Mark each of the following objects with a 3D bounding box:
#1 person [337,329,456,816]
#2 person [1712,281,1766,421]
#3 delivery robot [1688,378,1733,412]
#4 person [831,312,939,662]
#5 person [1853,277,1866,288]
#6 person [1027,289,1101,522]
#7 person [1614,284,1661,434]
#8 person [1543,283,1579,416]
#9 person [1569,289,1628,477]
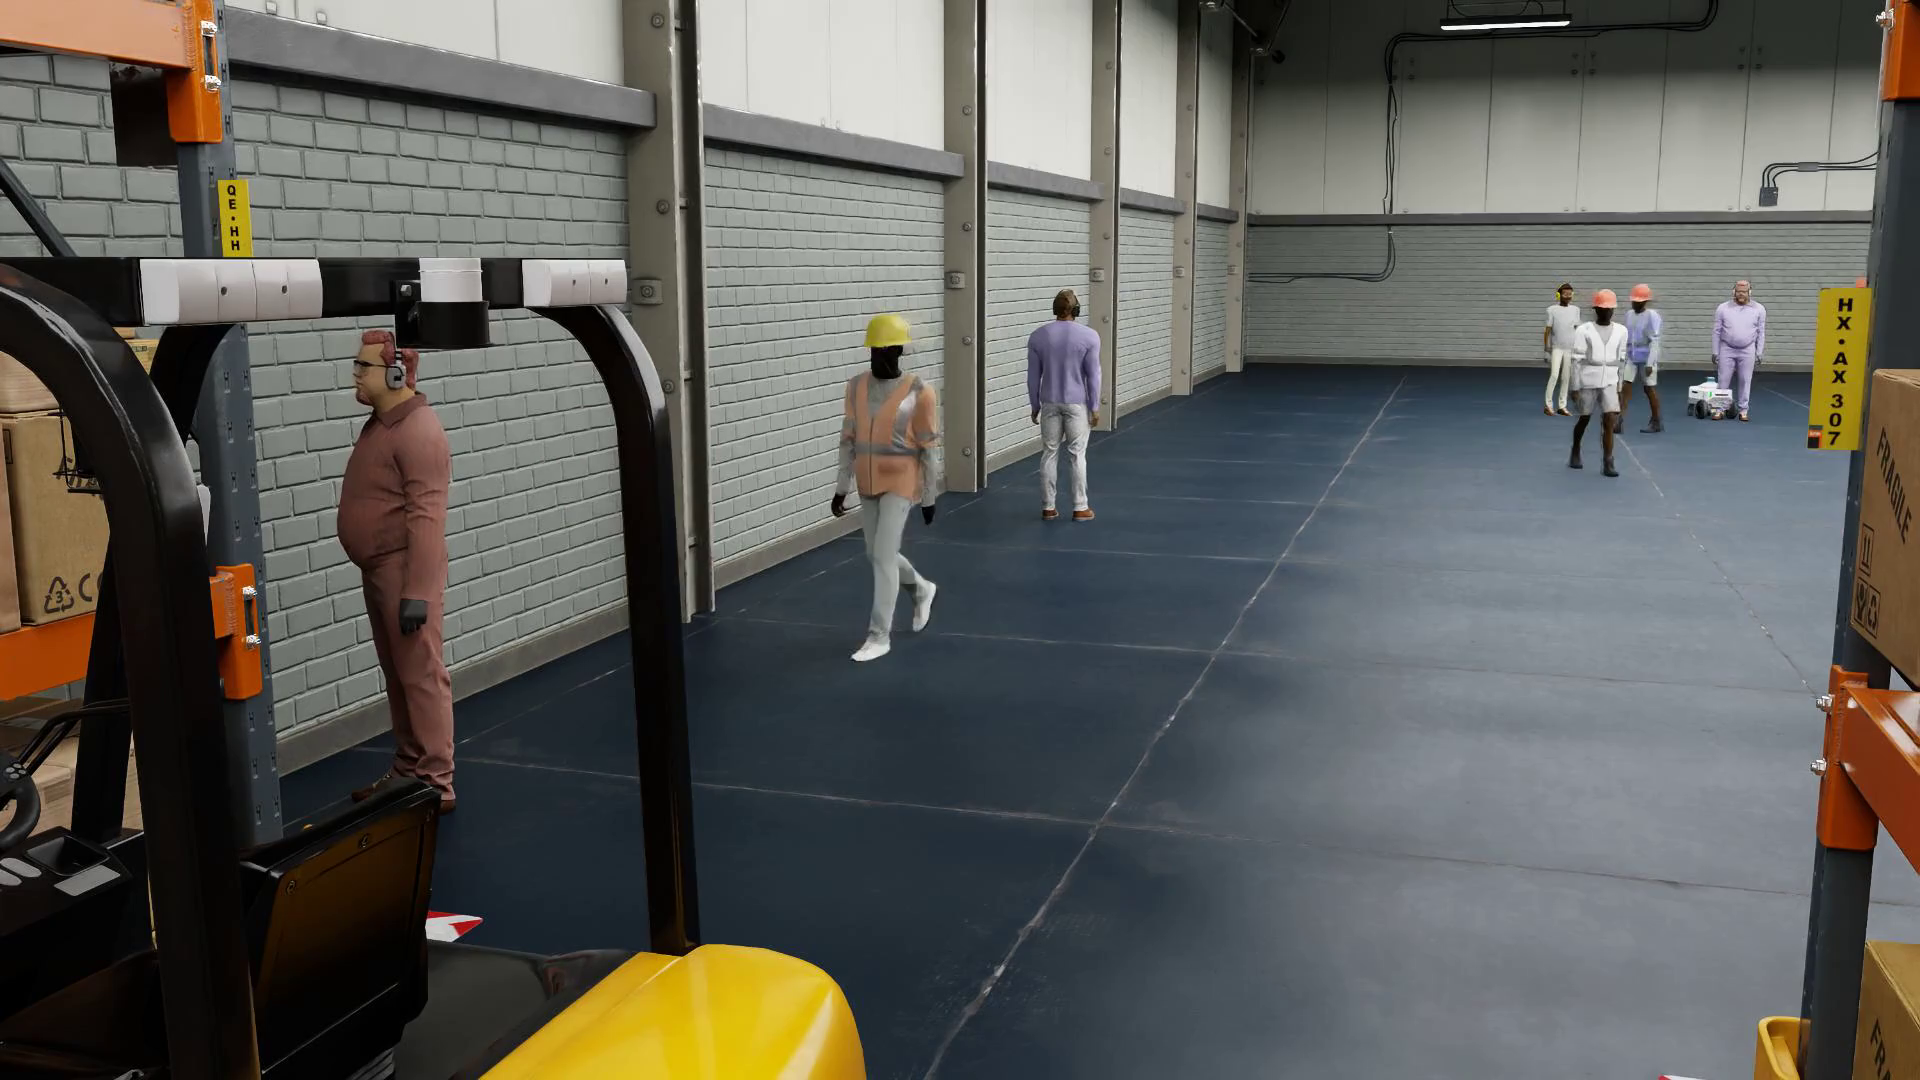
[{"bbox_3d":[-2.199,0.142,6.480,0.408,1.912,0.641,-6,11,-33],"label":"person"},{"bbox_3d":[10.562,-2.561,22.596,0.652,1.904,0.403,4,10,23],"label":"person"},{"bbox_3d":[10.396,-2.009,23.040,0.477,0.478,0.707,0,10,0],"label":"delivery robot"},{"bbox_3d":[-0.354,-0.321,9.280,0.581,1.905,0.841,7,12,36],"label":"person"},{"bbox_3d":[14.487,-3.238,26.614,0.549,1.918,0.744,-5,11,-27],"label":"person"},{"bbox_3d":[0.870,-1.117,13.899,0.629,1.939,0.371,4,10,20],"label":"person"},{"bbox_3d":[8.503,-2.259,20.843,0.970,1.875,0.572,-5,11,-28],"label":"person"},{"bbox_3d":[8.483,-2.668,23.370,0.530,1.867,0.387,-2,10,-12],"label":"person"},{"bbox_3d":[6.551,-1.630,17.097,0.558,1.897,0.958,1,10,5],"label":"person"}]
